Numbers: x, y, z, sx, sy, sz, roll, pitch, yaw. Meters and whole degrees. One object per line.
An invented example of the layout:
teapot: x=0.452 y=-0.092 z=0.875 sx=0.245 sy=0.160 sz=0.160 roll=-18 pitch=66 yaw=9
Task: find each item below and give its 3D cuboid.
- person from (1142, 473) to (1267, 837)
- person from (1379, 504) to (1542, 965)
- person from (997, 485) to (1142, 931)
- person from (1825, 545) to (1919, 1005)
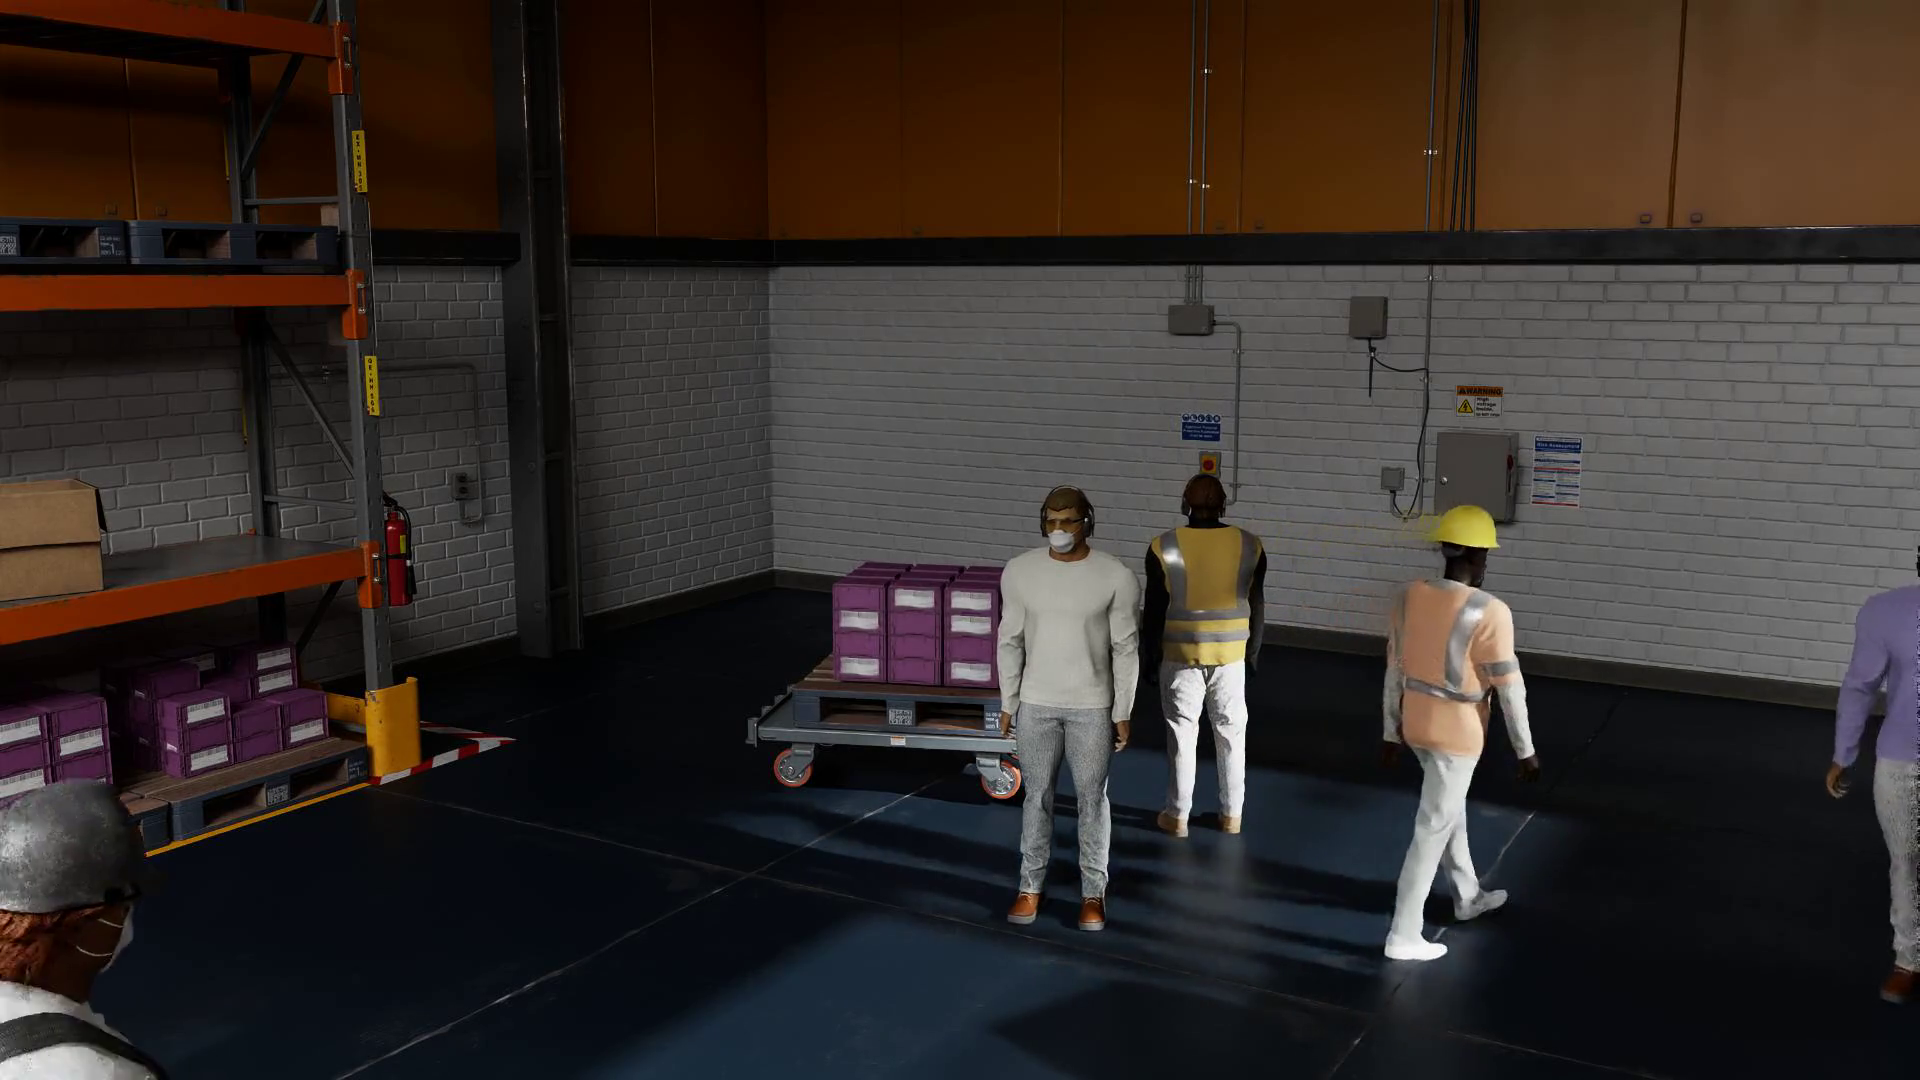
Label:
person: x=1.218 y=0.583 z=8.406 sx=0.624 sy=1.844 sz=0.430 roll=-1 pitch=9 yaw=-6
person: x=2.117 y=0.798 z=6.937 sx=0.930 sy=1.886 sz=0.613 roll=-4 pitch=10 yaw=-25
person: x=0.461 y=0.724 z=7.221 sx=0.630 sy=1.940 sz=0.370 roll=2 pitch=9 yaw=15
person: x=3.671 y=0.880 z=6.325 sx=0.641 sy=1.919 sz=0.650 roll=-8 pitch=12 yaw=-41
